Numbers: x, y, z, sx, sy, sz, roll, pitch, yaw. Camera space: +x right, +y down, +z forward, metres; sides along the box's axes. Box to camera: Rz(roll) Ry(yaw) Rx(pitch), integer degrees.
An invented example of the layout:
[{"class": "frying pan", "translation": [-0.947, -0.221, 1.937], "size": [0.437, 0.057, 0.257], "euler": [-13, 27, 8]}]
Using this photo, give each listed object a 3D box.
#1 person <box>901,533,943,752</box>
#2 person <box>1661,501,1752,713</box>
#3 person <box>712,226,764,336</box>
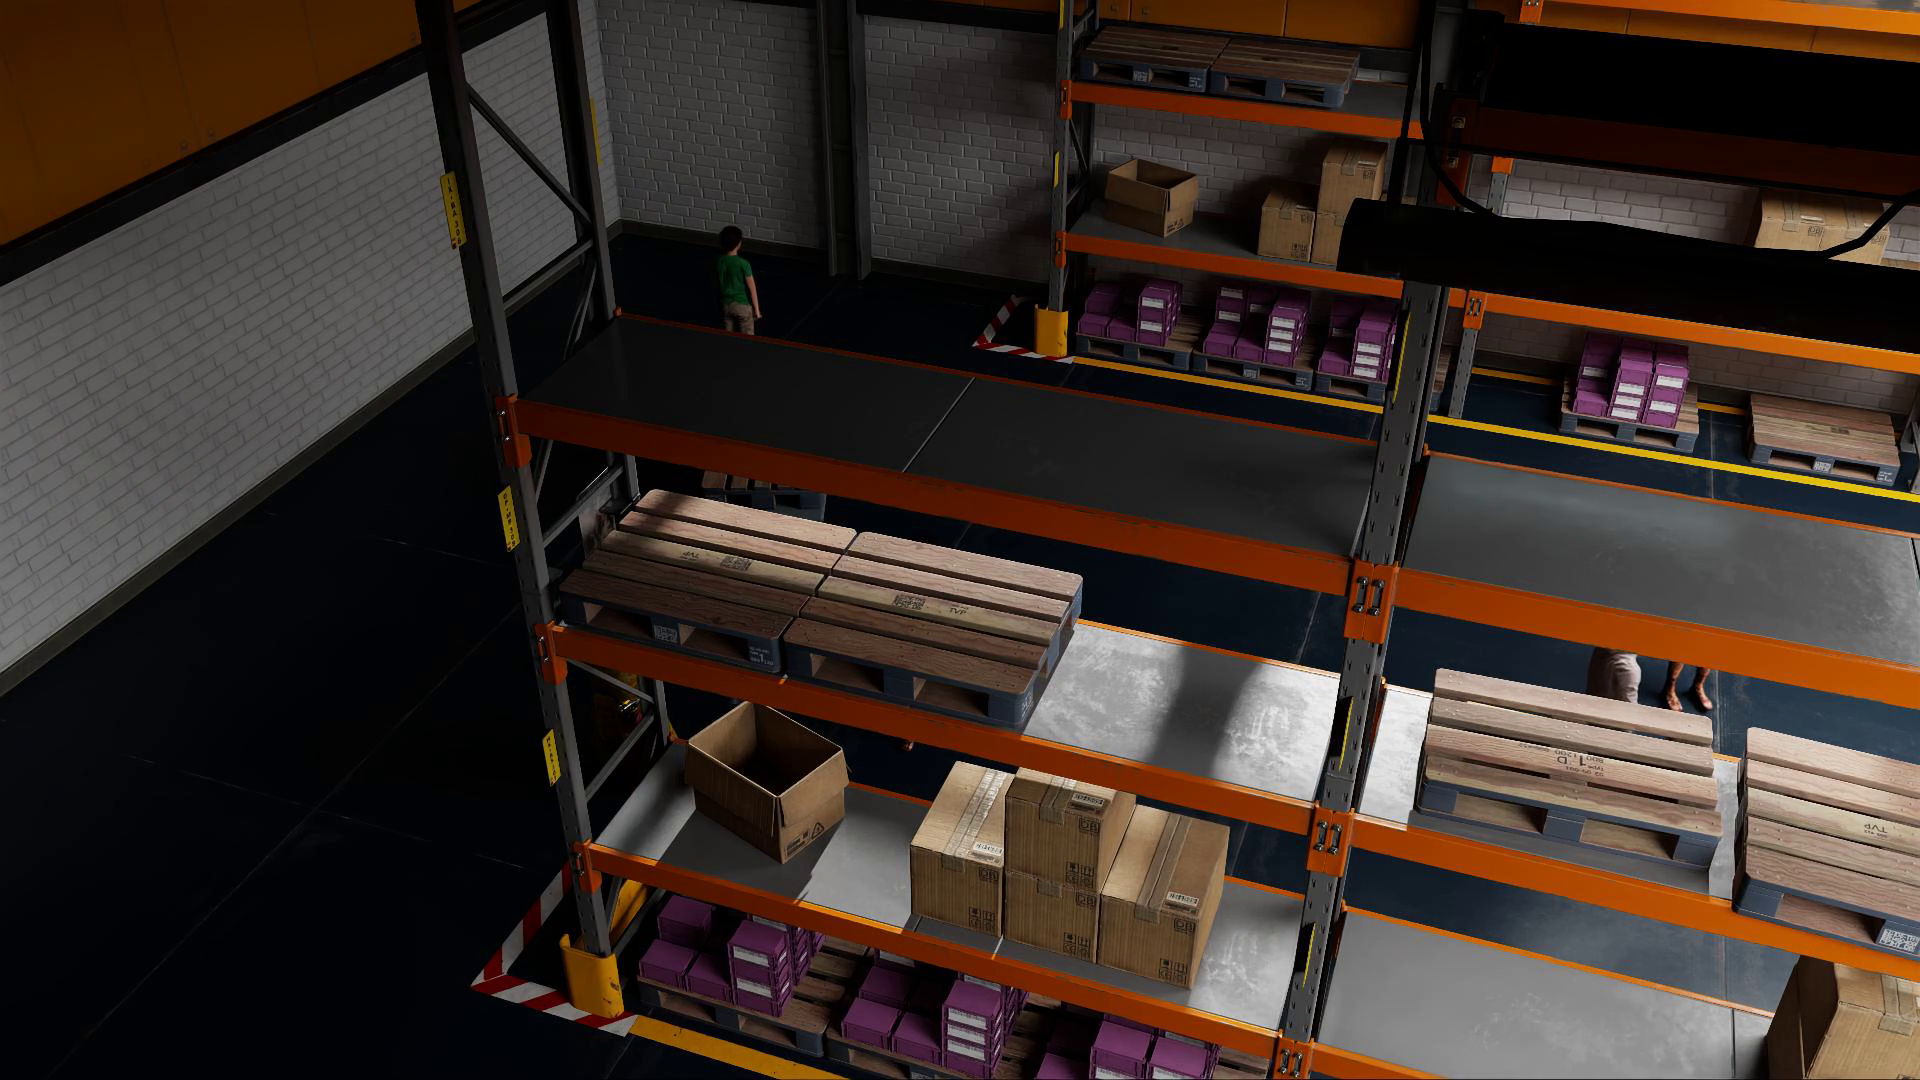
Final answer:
[{"class": "person", "translation": [-0.235, 0.697, 11.464], "size": [0.605, 1.733, 0.733], "euler": [-5, 34, -7]}, {"class": "person", "translation": [5.348, 0.469, 11.820], "size": [0.598, 1.718, 0.714], "euler": [-4, 34, -6]}, {"class": "person", "translation": [-2.147, -2.215, 15.917], "size": [0.450, 1.653, 0.640], "euler": [12, 35, 17]}]
